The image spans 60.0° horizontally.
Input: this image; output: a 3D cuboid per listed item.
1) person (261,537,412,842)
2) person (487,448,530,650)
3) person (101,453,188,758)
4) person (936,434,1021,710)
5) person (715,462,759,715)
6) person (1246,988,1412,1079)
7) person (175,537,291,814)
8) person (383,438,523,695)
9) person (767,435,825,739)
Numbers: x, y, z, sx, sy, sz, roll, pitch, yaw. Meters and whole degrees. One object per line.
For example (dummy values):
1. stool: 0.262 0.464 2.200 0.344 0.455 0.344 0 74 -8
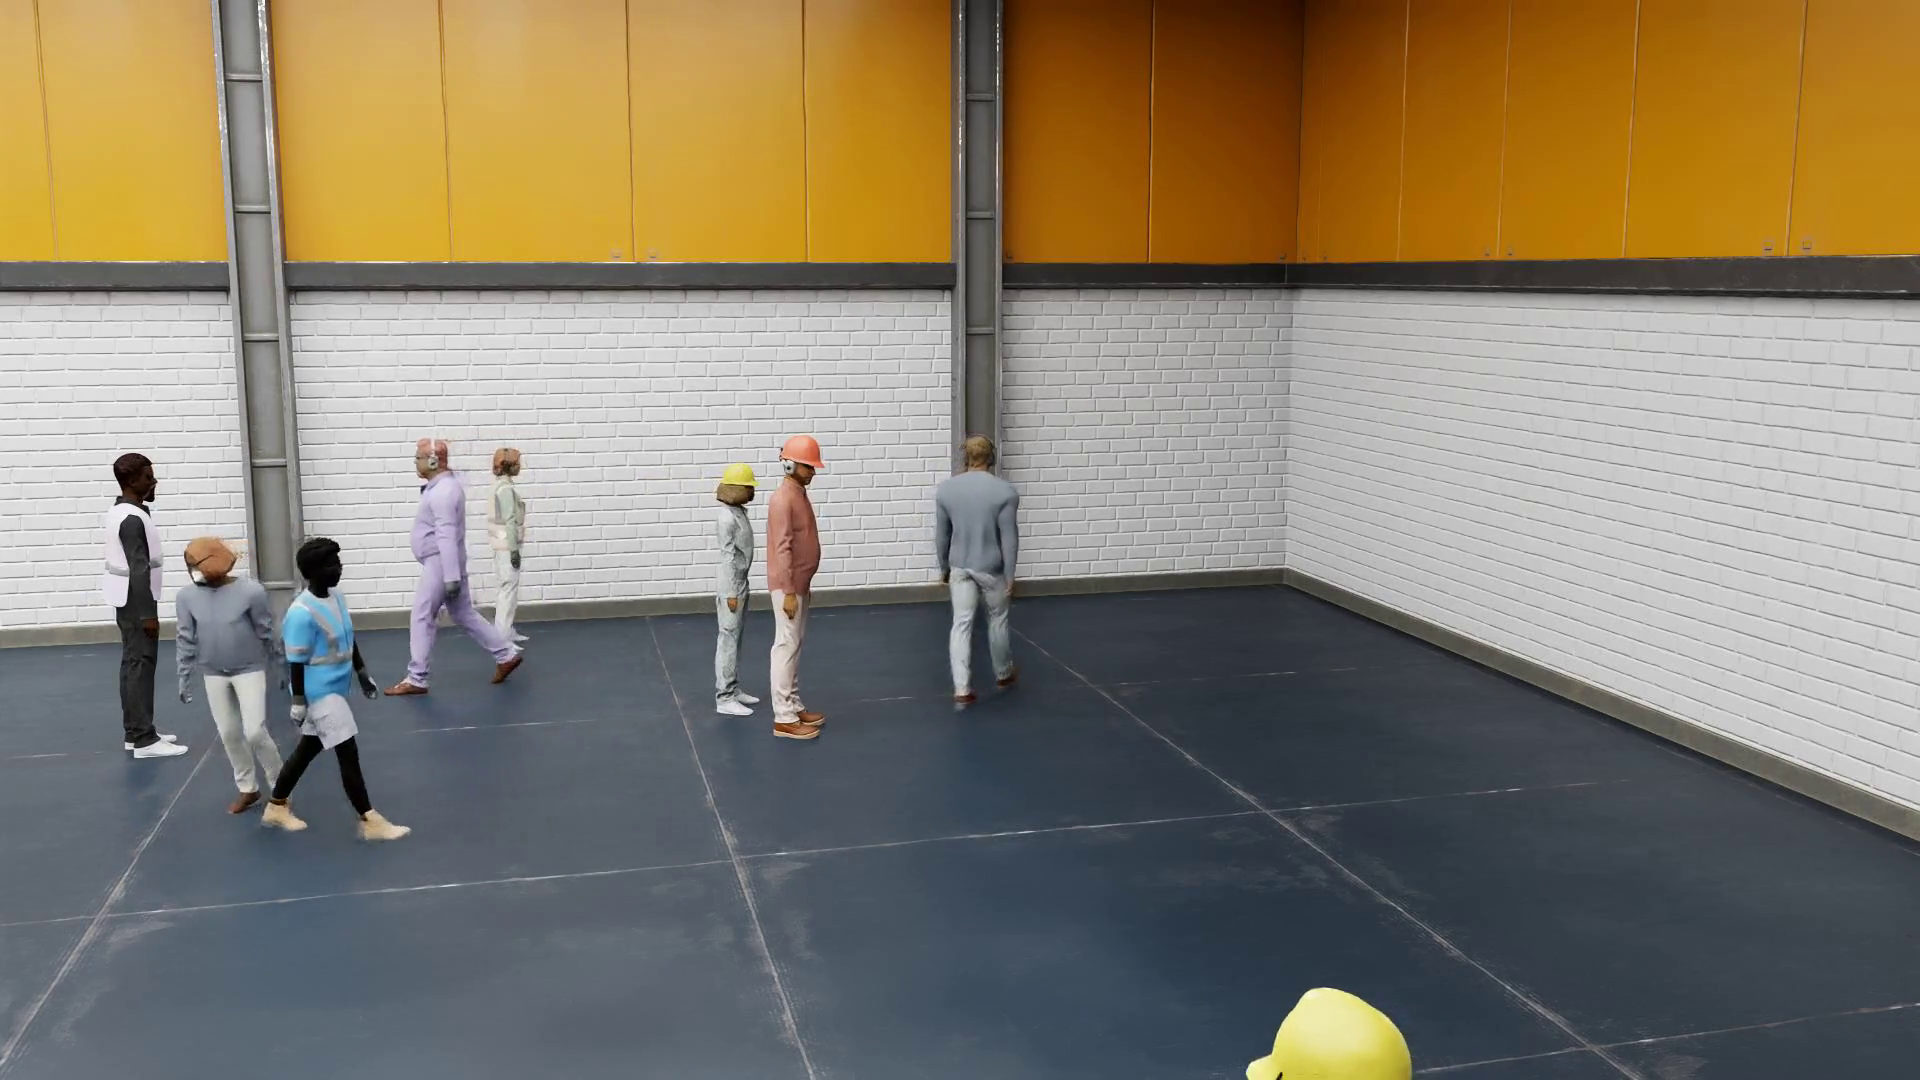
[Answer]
1. person: -3.409 0.795 8.888 0.853 1.652 0.534 0 9 -2
2. person: -3.685 0.072 13.501 0.352 1.641 0.553 -4 10 -23
3. person: -5.178 0.408 10.472 0.392 1.920 0.587 -6 11 -34
4. person: 0.153 0.200 11.821 0.648 1.896 0.989 3 10 19
5. person: -1.536 0.328 11.527 0.325 1.740 0.492 0 9 2
6. person: 0.645 1.668 2.937 0.538 1.811 0.619 6 11 32
7. person: -4.064 0.759 9.264 0.521 1.598 0.444 0 9 1
8. person: -3.688 0.180 12.074 0.936 1.872 0.658 -2 9 -12
9. person: -1.074 0.298 10.958 0.401 1.984 0.611 1 9 6
